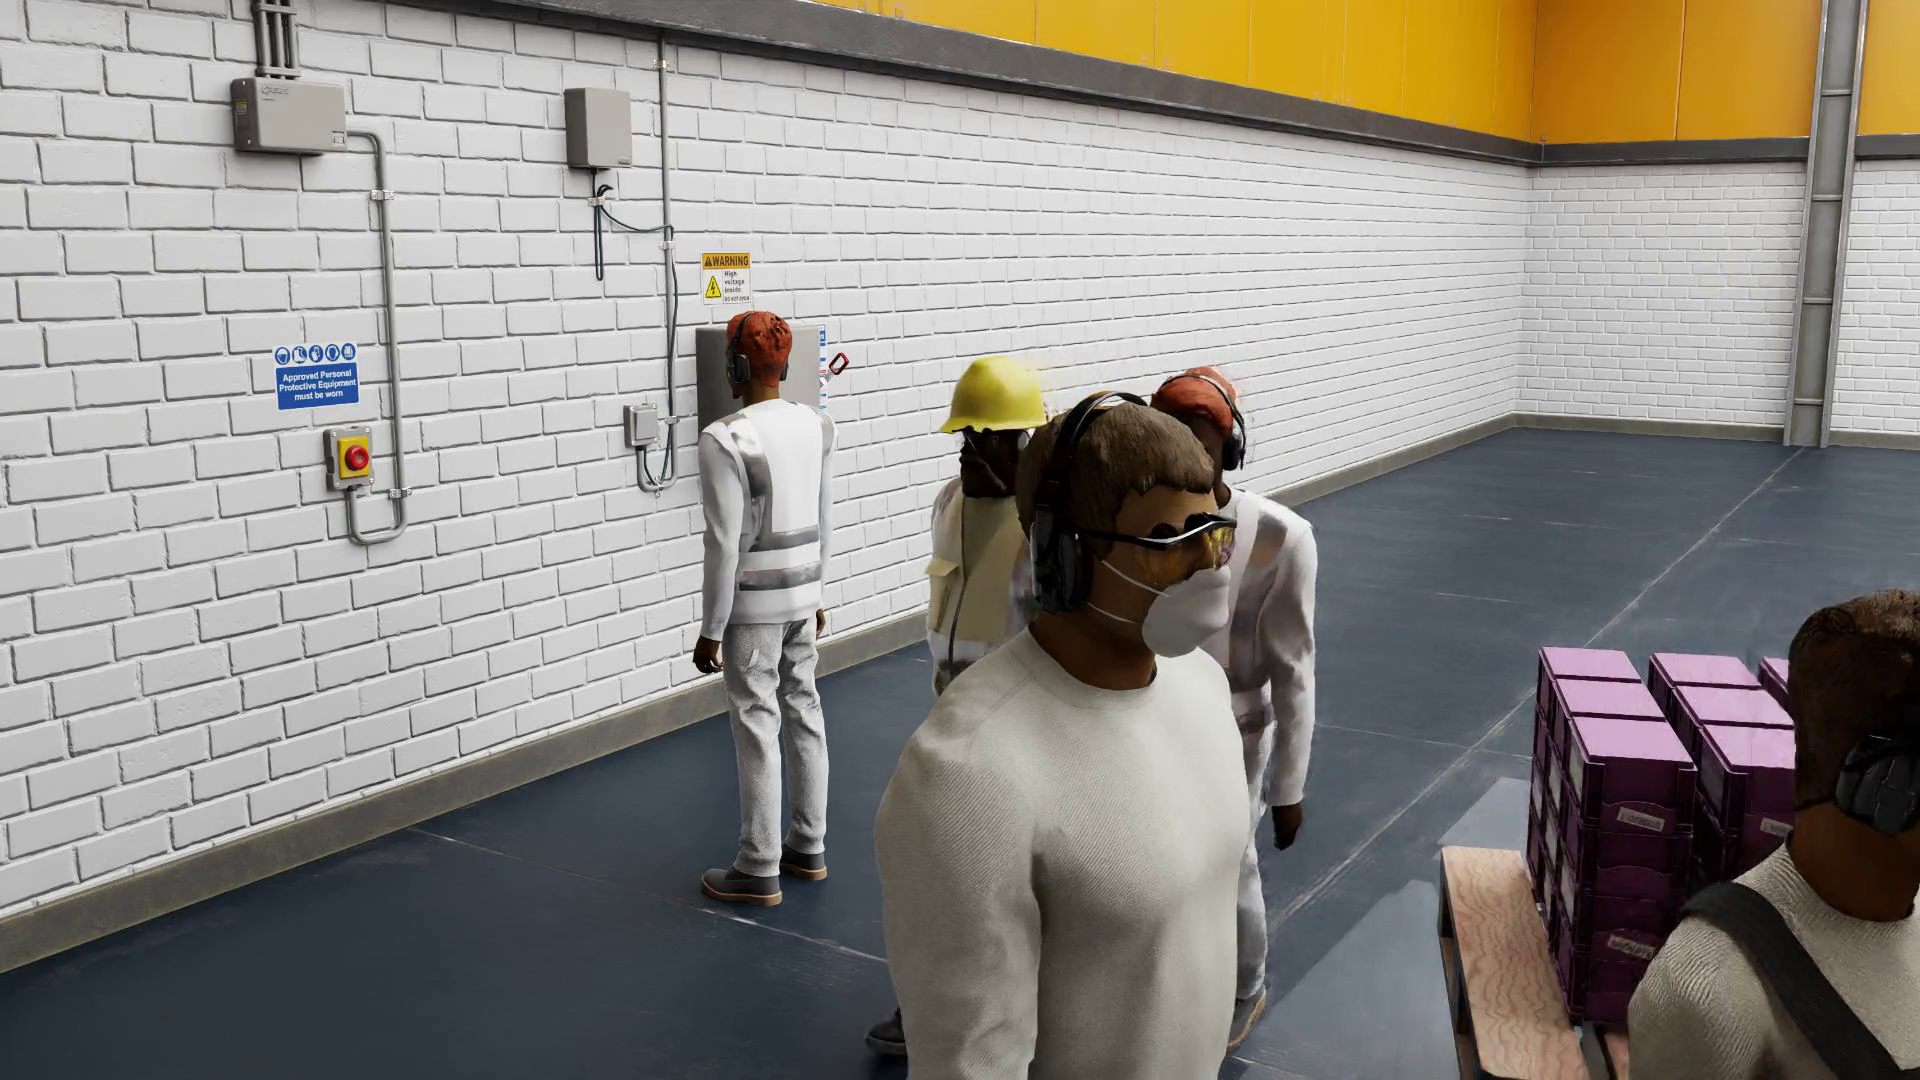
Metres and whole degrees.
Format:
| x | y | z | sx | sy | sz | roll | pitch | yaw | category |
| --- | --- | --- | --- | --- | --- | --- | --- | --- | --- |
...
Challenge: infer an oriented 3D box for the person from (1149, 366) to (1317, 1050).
| x | y | z | sx | sy | sz | roll | pitch | yaw | category |
| --- | --- | --- | --- | --- | --- | --- | --- | --- | --- |
| 0.561 | 0.484 | 4.001 | 0.600 | 1.833 | 0.991 | 4 | 11 | 23 | person |

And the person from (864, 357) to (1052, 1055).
| x | y | z | sx | sy | sz | roll | pitch | yaw | category |
| --- | --- | --- | --- | --- | --- | --- | --- | --- | --- |
| 0.039 | 0.452 | 4.193 | 0.723 | 1.805 | 0.614 | -10 | 14 | -43 | person |

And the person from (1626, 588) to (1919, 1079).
| x | y | z | sx | sy | sz | roll | pitch | yaw | category |
| --- | --- | --- | --- | --- | --- | --- | --- | --- | --- |
| 0.907 | 0.926 | 1.689 | 0.497 | 1.772 | 1.024 | -9 | 14 | -42 | person |

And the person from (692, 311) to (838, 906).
| x | y | z | sx | sy | sz | roll | pitch | yaw | category |
| --- | --- | --- | --- | --- | --- | --- | --- | --- | --- |
| -0.621 | 0.219 | 5.295 | 0.355 | 1.883 | 0.574 | 7 | 12 | 34 | person |

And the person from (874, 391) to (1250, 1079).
| x | y | z | sx | sy | sz | roll | pitch | yaw | category |
| --- | --- | --- | --- | --- | --- | --- | --- | --- | --- |
| 0.156 | 0.793 | 1.957 | 0.361 | 1.938 | 0.635 | 6 | 12 | 31 | person |
